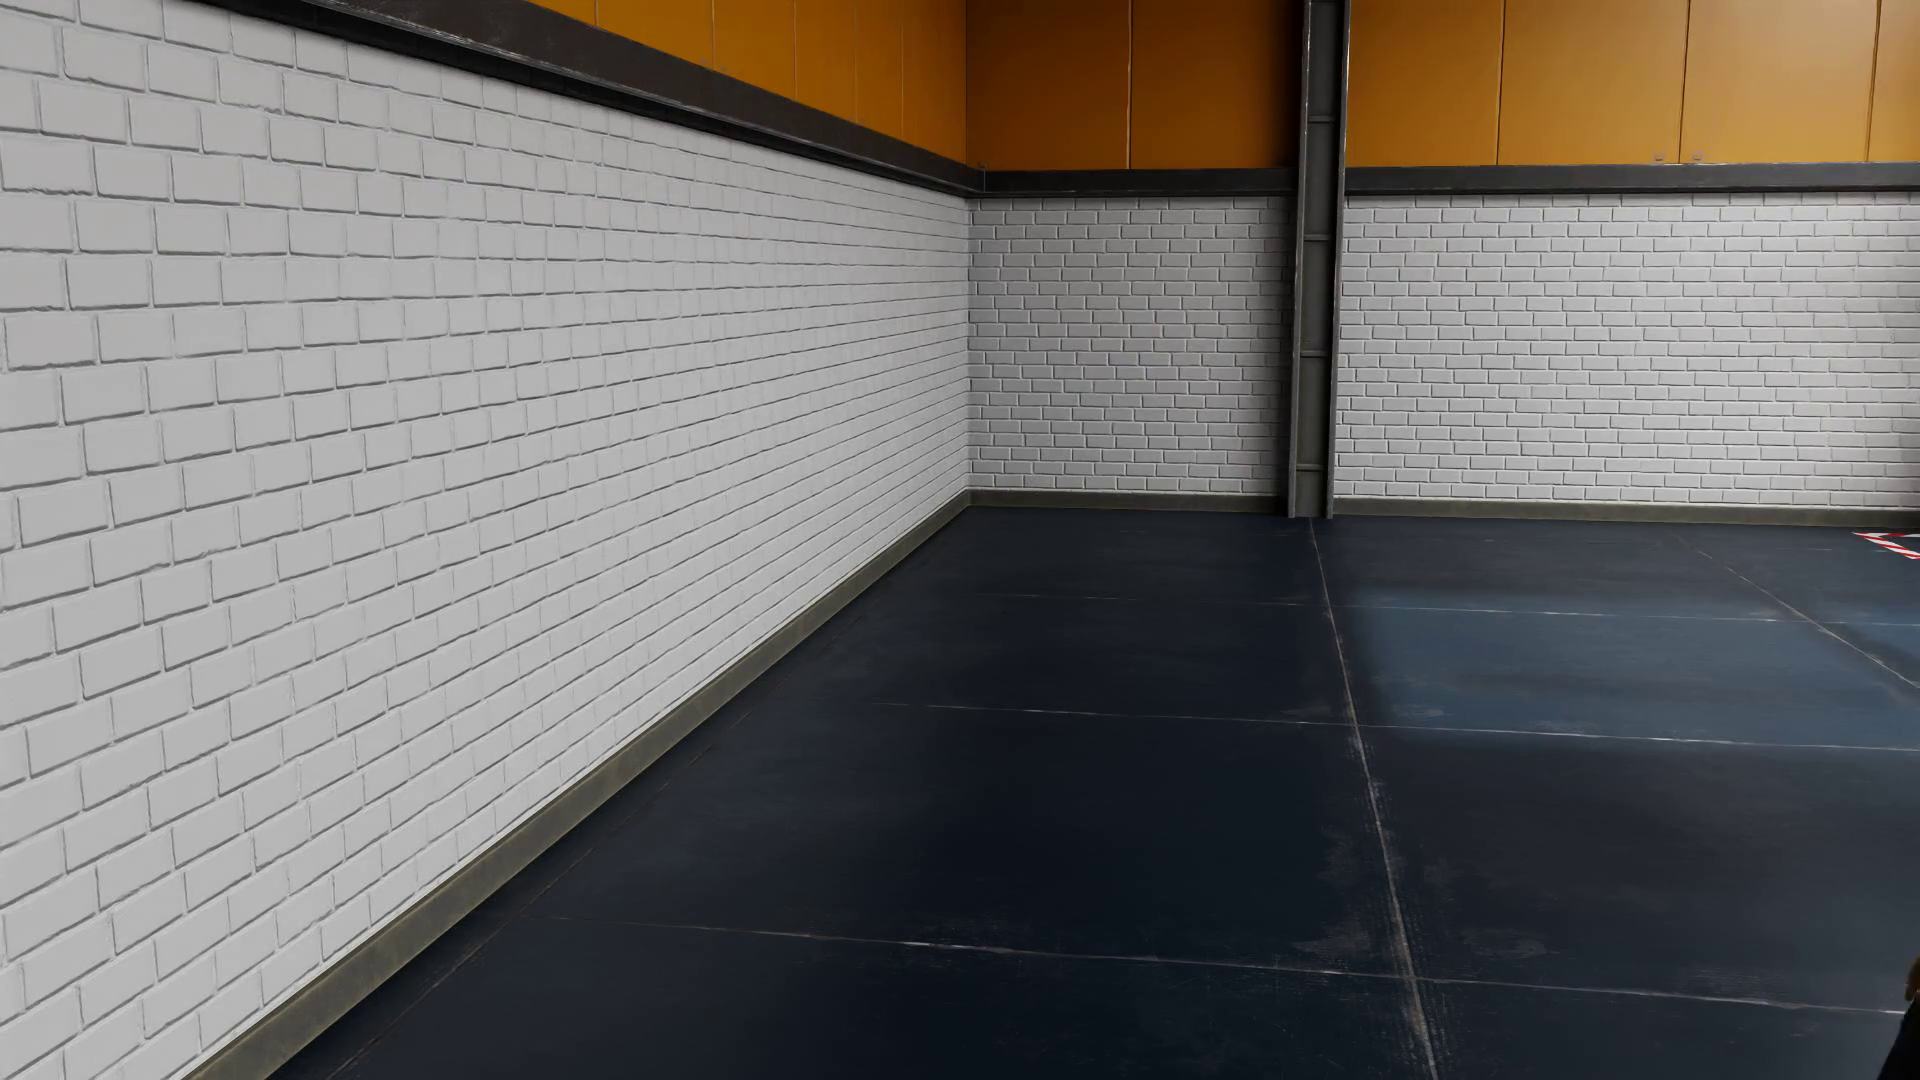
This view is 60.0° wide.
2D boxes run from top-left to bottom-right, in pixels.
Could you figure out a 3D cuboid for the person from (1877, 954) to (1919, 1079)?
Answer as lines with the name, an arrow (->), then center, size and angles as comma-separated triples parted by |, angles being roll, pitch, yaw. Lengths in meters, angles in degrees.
person -> 2.197, 0.774, 3.448 | 0.965, 1.796, 0.536 | 5, 10, 27
